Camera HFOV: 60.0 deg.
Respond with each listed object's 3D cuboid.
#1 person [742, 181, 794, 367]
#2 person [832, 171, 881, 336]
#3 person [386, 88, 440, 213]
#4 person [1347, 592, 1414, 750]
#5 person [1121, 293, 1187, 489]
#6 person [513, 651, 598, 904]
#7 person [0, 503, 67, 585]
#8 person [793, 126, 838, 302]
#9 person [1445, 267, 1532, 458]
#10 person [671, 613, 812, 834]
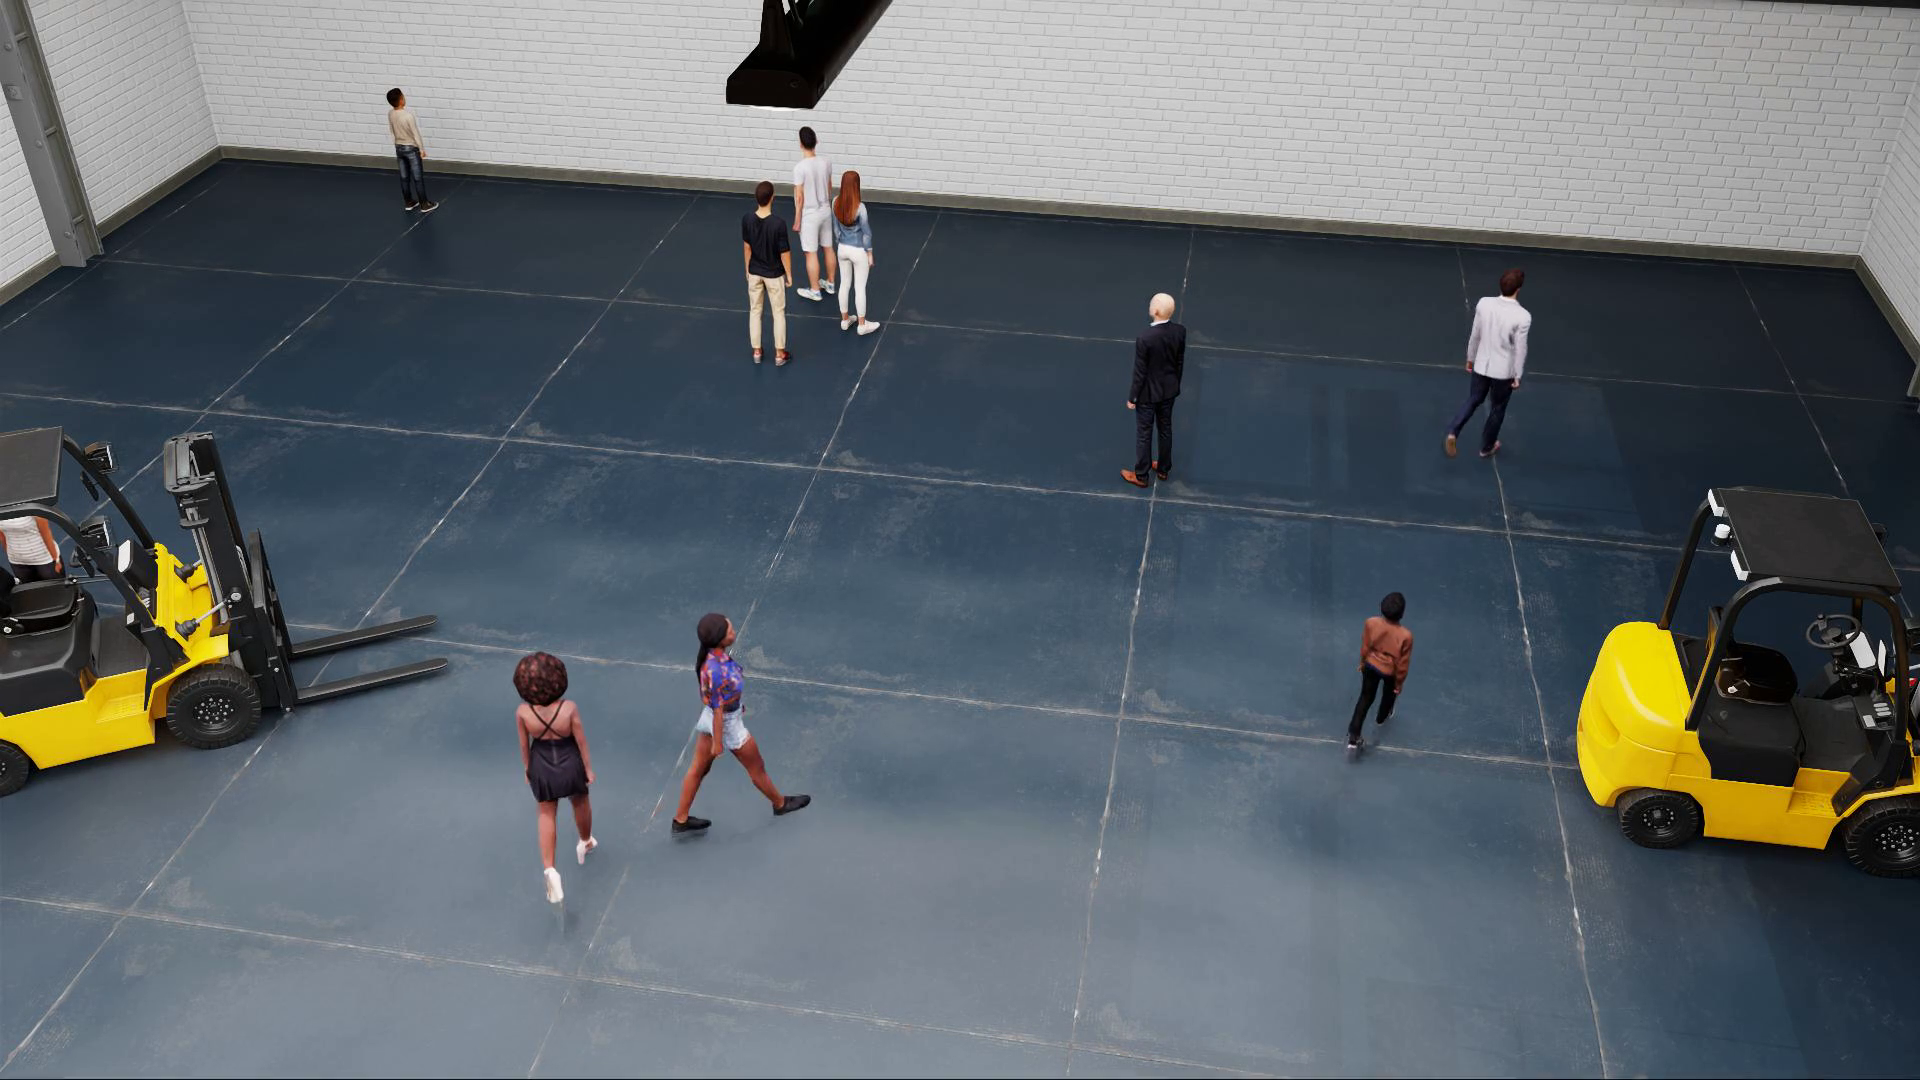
[{"bbox_3d":[-1.886,-2.579,16.157,0.636,1.851,0.535,7,34,11],"label":"person"},{"bbox_3d":[-1.085,-2.899,16.773,0.683,1.703,0.665,21,39,28],"label":"person"},{"bbox_3d":[-6.483,-4.572,19.504,0.576,1.465,0.555,11,35,17],"label":"person"},{"bbox_3d":[2.879,0.909,11.465,0.753,1.236,0.960,21,39,28],"label":"person"},{"bbox_3d":[1.680,-1.285,14.257,0.768,1.800,0.804,-17,37,-24],"label":"person"},{"bbox_3d":[-2.459,1.468,10.142,0.761,1.769,1.026,-4,34,-6],"label":"person"},{"bbox_3d":[-6.842,0.106,12.304,0.565,1.644,0.513,3,34,5],"label":"person"},{"bbox_3d":[-1.520,-3.420,17.420,0.824,1.854,0.714,28,42,35],"label":"person"},{"bbox_3d":[4.627,-1.491,14.534,1.090,1.836,0.987,-27,42,-35],"label":"person"},{"bbox_3d":[-1.597,1.220,10.590,1.025,1.688,1.181,-10,35,-14],"label":"person"}]
